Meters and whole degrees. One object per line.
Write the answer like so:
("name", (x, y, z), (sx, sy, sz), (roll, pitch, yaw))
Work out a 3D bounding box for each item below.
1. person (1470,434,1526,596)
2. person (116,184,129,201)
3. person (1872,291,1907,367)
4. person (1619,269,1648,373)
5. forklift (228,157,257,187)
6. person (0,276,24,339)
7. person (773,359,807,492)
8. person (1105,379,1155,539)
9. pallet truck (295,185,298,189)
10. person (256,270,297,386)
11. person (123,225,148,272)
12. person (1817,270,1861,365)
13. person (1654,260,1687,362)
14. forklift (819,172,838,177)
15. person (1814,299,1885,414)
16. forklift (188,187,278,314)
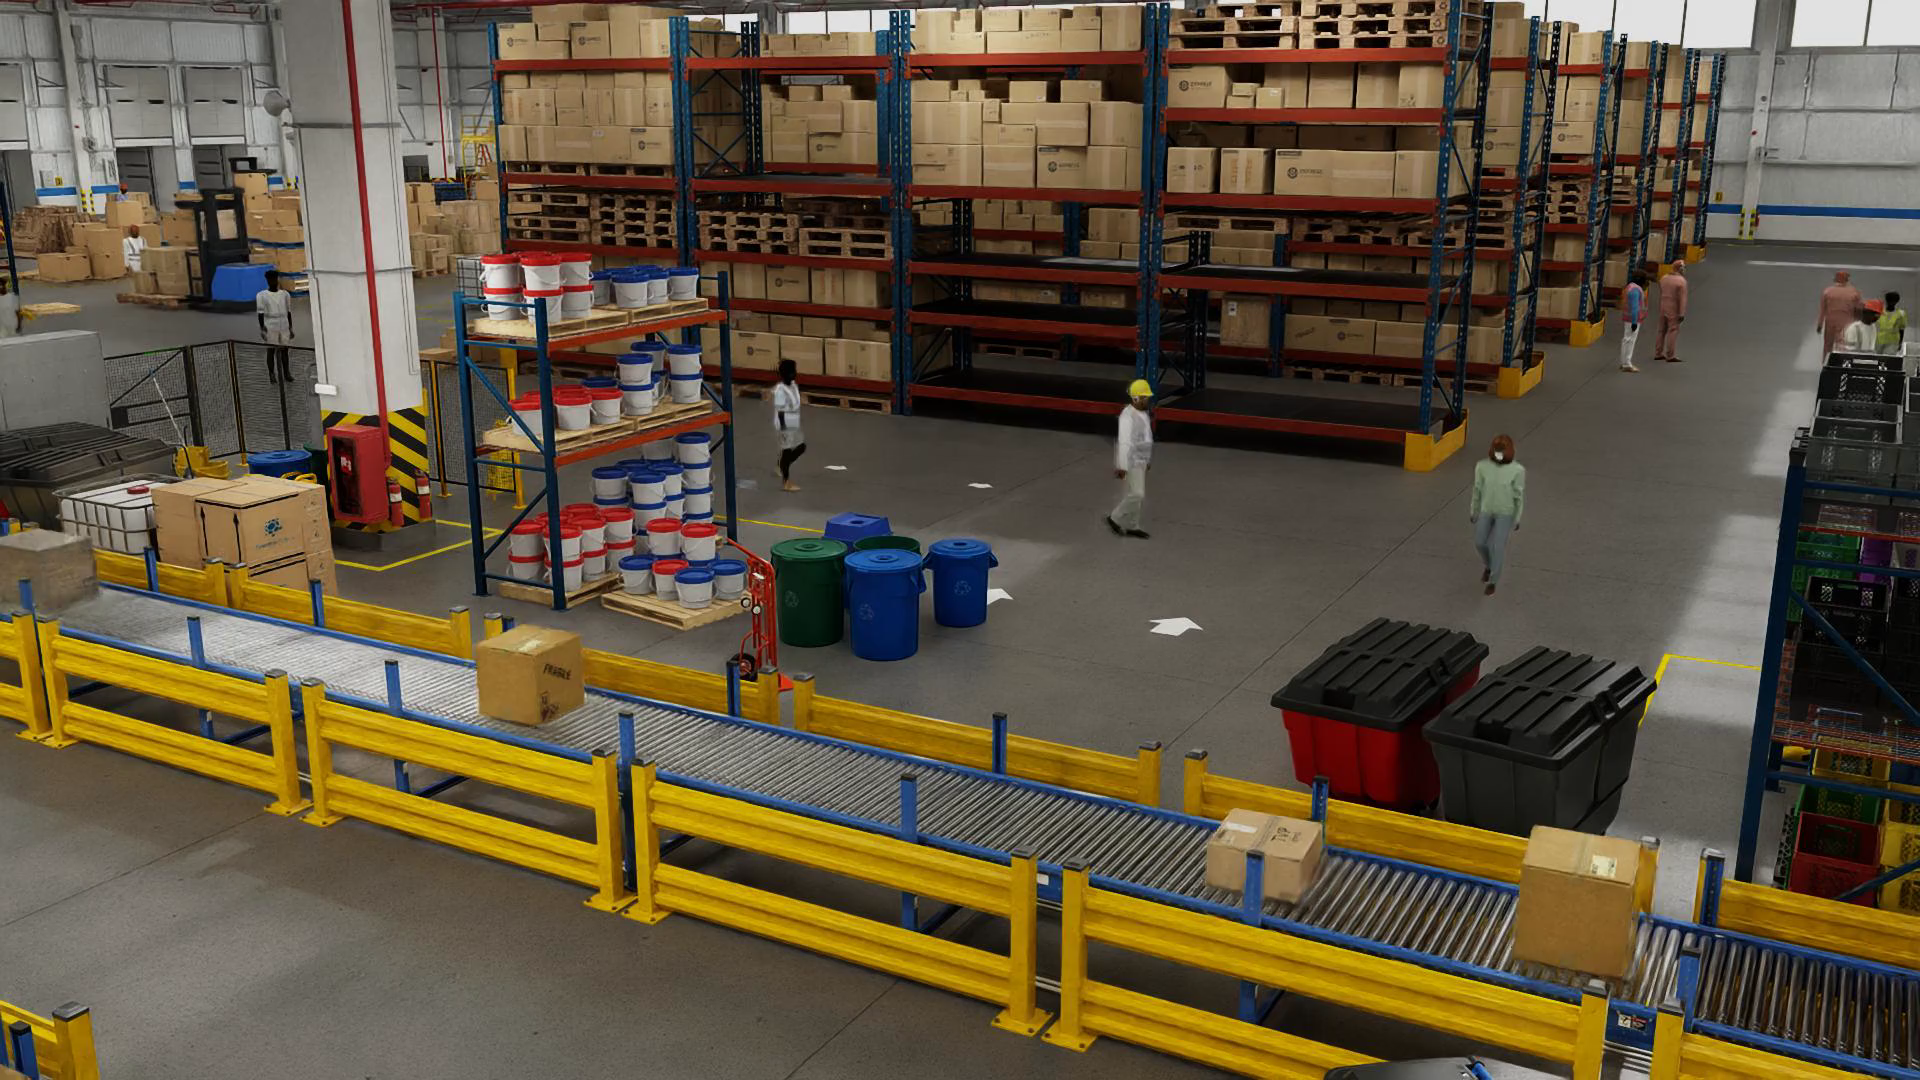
("person", (5.321, -0.261, 16.479), (0.521, 1.617, 0.403), (10, 18, 33))
("person", (-28.856, -11.340, 57.528), (0.347, 1.943, 0.544), (2, 15, 6))
("person", (15.647, -3.373, 28.079), (0.539, 1.677, 0.700), (11, 19, 37))
("person", (12.130, -3.945, 29.923), (0.429, 1.839, 0.634), (4, 16, 16))
("forklift", (-24.704, -11.836, 57.594), (1.873, 2.768, 1.129), (8, 17, 28))
("person", (-16.575, -3.725, 29.138), (0.519, 1.831, 0.929), (3, 15, 11))
("person", (-2.129, -1.424, 20.729), (0.364, 1.684, 0.555), (5, 16, 18))
("person", (1.941, -0.890, 18.474), (0.430, 1.820, 0.593), (6, 16, 23))
("pallet truck", (-26.804, -14.617, 69.738), (1.885, 1.965, 0.823), (-14, 20, -42))
("person", (-11.745, -3.654, 28.585), (0.367, 1.966, 0.603), (13, 20, 40))
("person", (-19.734, -6.640, 40.013), (0.619, 1.866, 0.598), (7, 16, 24))
("person", (15.600, -3.848, 29.536), (0.652, 1.863, 0.981), (9, 17, 30))
("person", (13.315, -4.274, 31.052), (0.400, 1.902, 0.641), (-5, 16, -20))
("forklift", (-4.902, -13.109, 62.379), (1.873, 2.768, 1.129), (-11, 18, -35))
("person", (13.182, -2.591, 24.572), (0.619, 1.989, 1.040), (-5, 16, -17))
("forklift", (-16.796, -6.688, 38.243), (1.873, 2.768, 1.129), (8, 17, 28))
